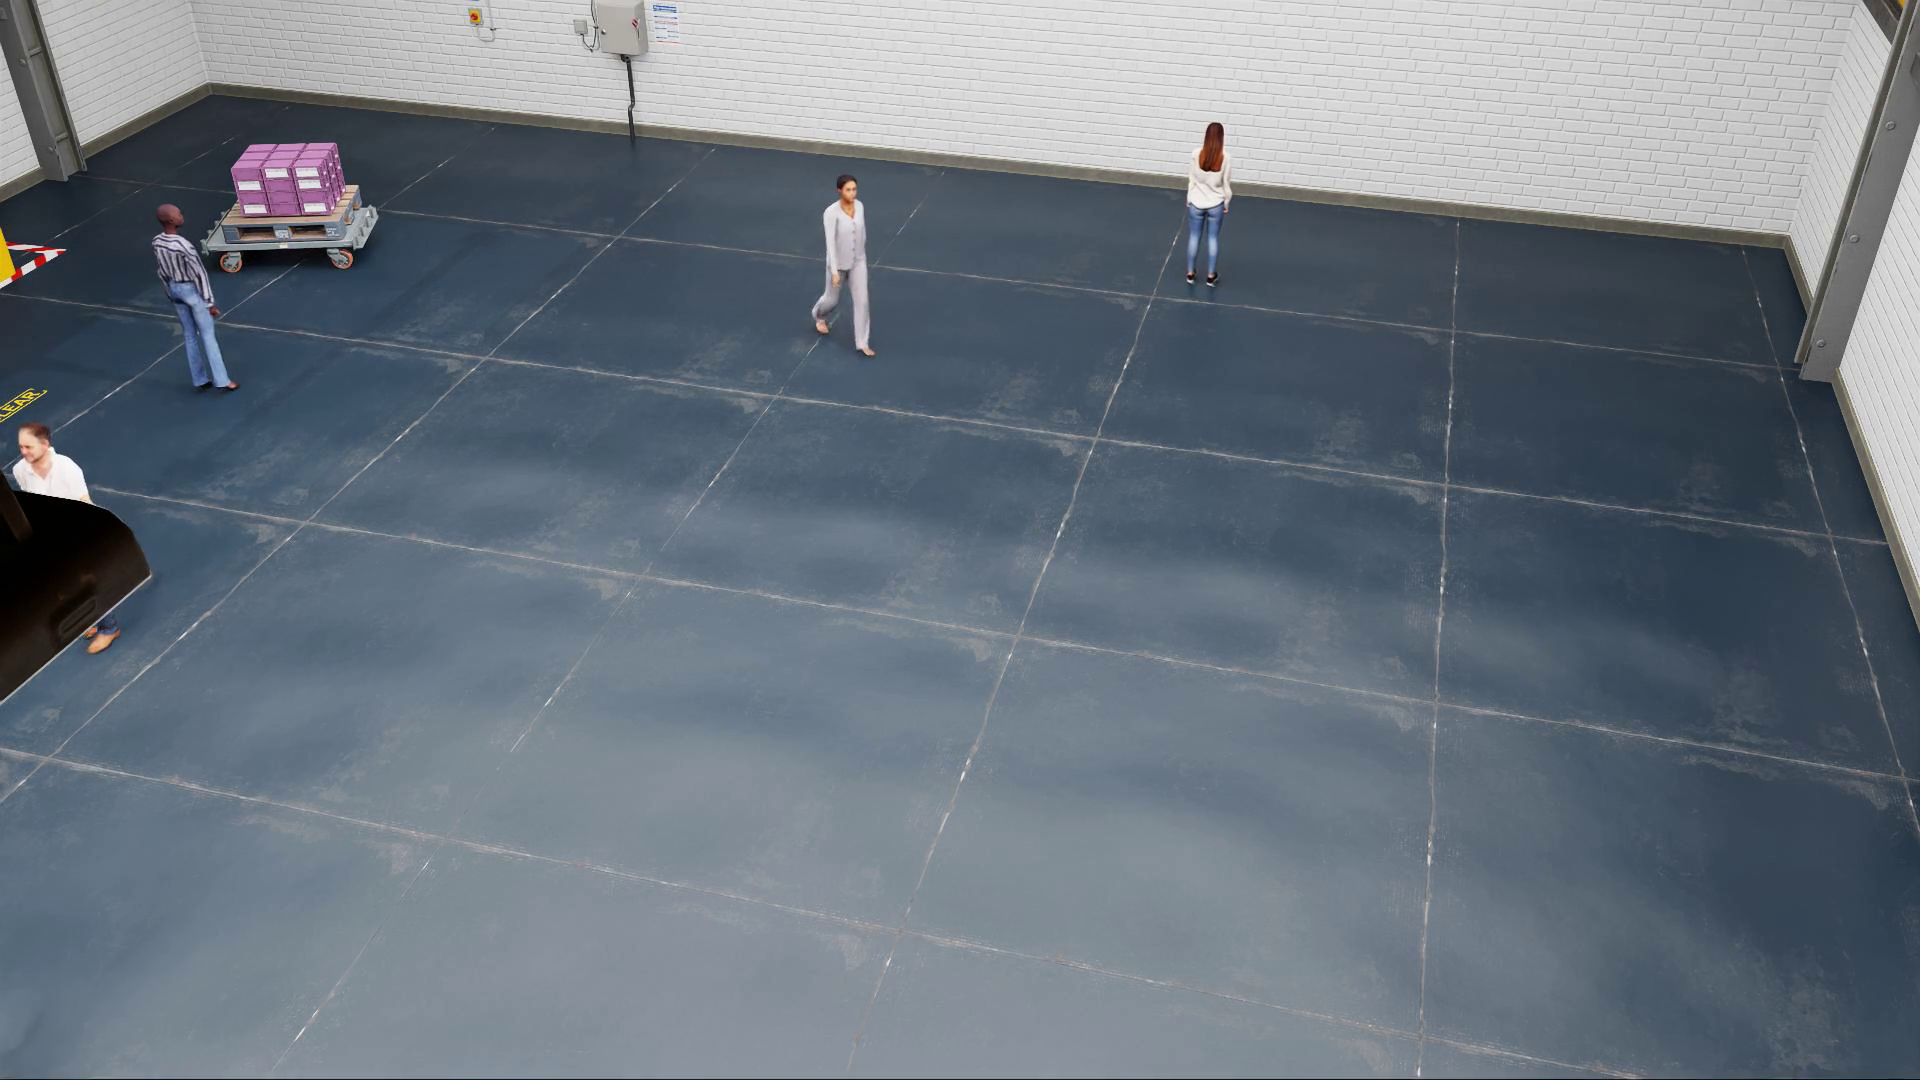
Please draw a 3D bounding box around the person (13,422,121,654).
[{"bbox_3d":[-6.242,-0.087,11.775,0.692,1.849,0.679,7,34,10],"label":"person"}]

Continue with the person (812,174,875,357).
[{"bbox_3d":[-1.141,-2.638,15.743,1.147,1.705,1.154,-21,39,-28],"label":"person"}]

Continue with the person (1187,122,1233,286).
[{"bbox_3d":[2.519,-3.428,16.943,0.604,1.692,0.542,8,34,11],"label":"person"}]

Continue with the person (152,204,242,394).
[{"bbox_3d":[-6.909,-2.148,14.925,0.643,1.794,0.569,13,36,19],"label":"person"}]
